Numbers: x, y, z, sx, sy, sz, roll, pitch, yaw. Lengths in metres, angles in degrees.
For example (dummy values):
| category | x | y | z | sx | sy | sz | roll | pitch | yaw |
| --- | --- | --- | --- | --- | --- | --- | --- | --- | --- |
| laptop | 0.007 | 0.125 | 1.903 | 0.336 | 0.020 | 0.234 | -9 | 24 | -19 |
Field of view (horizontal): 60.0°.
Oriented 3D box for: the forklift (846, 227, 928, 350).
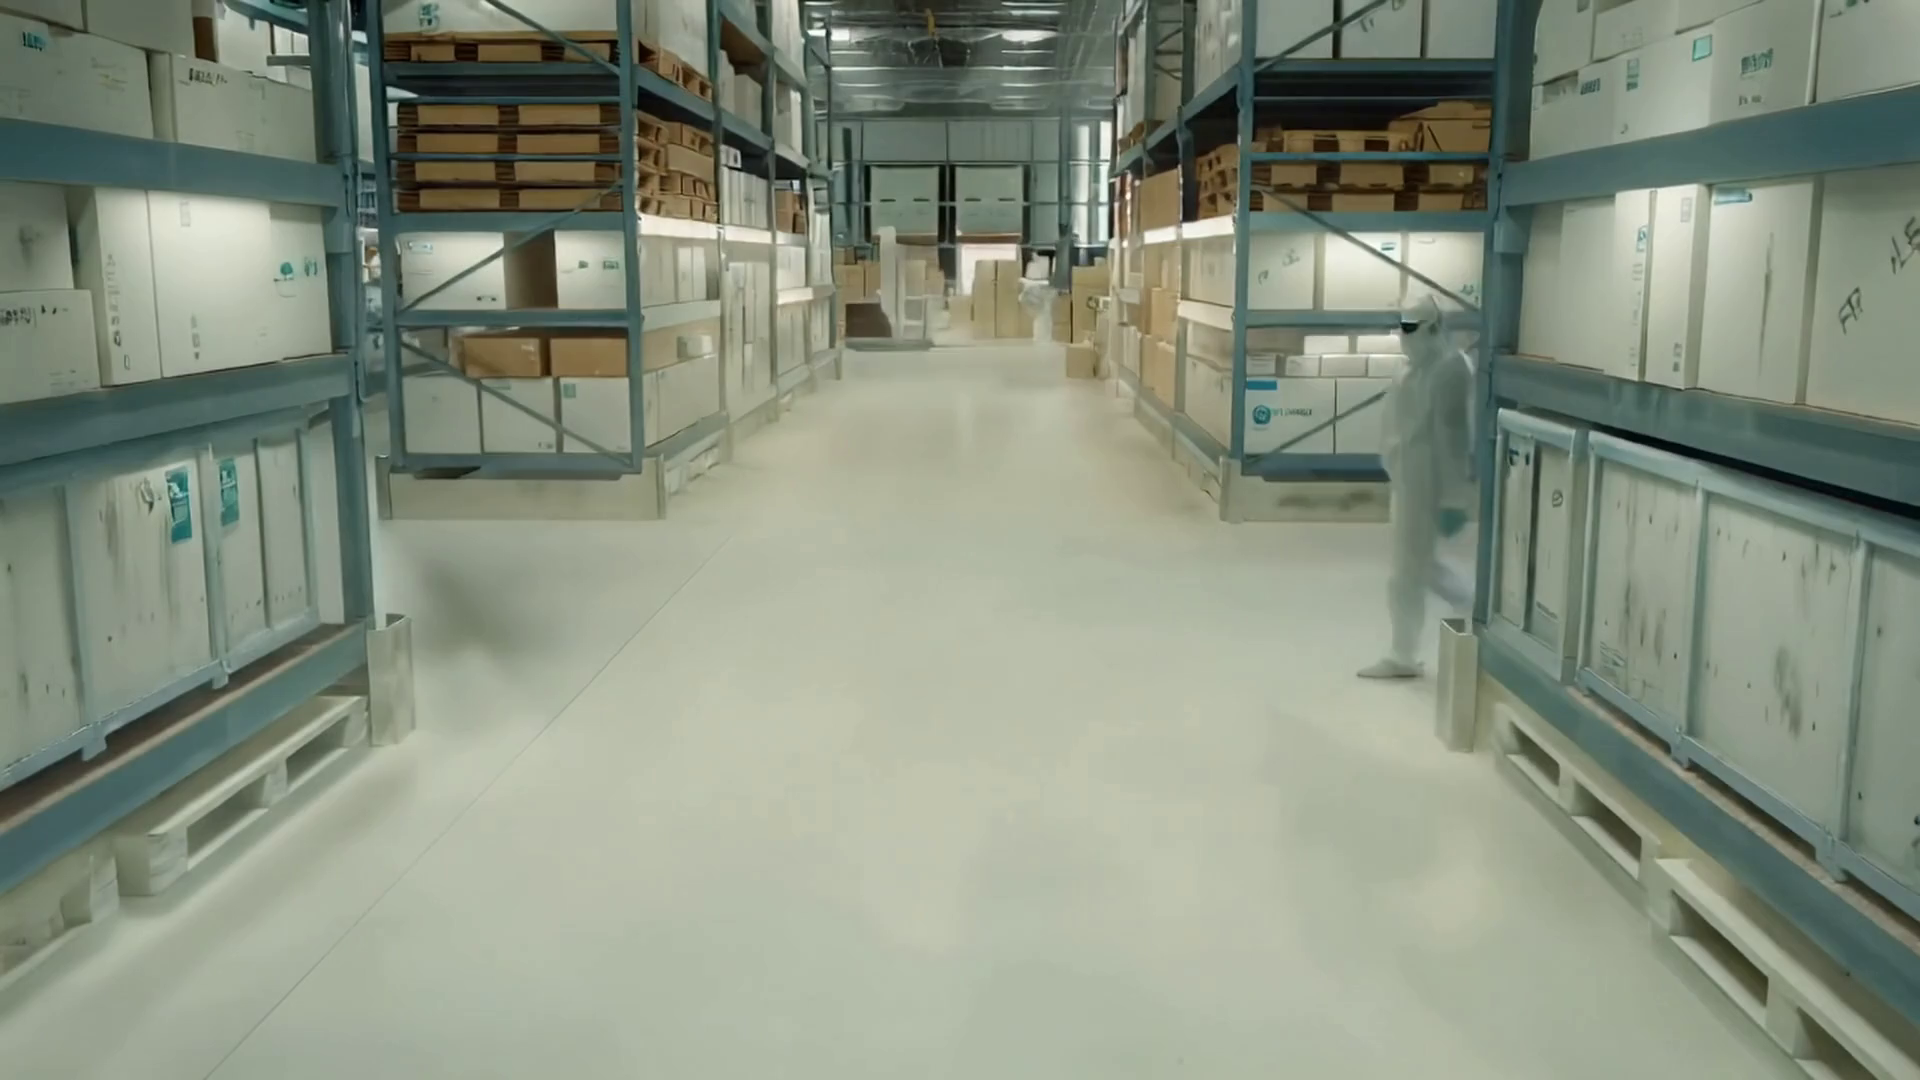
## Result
| category | x | y | z | sx | sy | sz | roll | pitch | yaw |
| --- | --- | --- | --- | --- | --- | --- | --- | --- | --- |
| forklift | -1.668 | -5.801 | 38.313 | 1.873 | 2.768 | 1.129 | 0 | 9 | 1 |

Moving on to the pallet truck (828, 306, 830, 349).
| category | x | y | z | sx | sy | sz | roll | pitch | yaw |
| --- | --- | --- | --- | --- | --- | --- | --- | --- | --- |
| pallet truck | -3.100 | -3.940 | 29.800 | 1.885 | 1.965 | 0.823 | 3 | 10 | 19 |

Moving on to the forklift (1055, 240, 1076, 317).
| category | x | y | z | sx | sy | sz | roll | pitch | yaw |
| --- | --- | --- | --- | --- | --- | --- | --- | --- | --- |
| forklift | 3.800 | -9.398 | 59.853 | 1.873 | 2.768 | 1.129 | 6 | 11 | 32 |

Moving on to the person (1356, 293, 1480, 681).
| category | x | y | z | sx | sy | sz | roll | pitch | yaw |
| --- | --- | --- | --- | --- | --- | --- | --- | --- | --- |
| person | 2.327 | -0.256 | 8.105 | 0.752 | 1.886 | 0.652 | -2 | 10 | -10 |

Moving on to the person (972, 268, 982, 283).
| category | x | y | z | sx | sy | sz | roll | pitch | yaw |
| --- | --- | --- | --- | --- | --- | --- | --- | --- | --- |
| person | 0.619 | -7.952 | 54.149 | 0.985 | 1.905 | 0.645 | -2 | 10 | -9 |
